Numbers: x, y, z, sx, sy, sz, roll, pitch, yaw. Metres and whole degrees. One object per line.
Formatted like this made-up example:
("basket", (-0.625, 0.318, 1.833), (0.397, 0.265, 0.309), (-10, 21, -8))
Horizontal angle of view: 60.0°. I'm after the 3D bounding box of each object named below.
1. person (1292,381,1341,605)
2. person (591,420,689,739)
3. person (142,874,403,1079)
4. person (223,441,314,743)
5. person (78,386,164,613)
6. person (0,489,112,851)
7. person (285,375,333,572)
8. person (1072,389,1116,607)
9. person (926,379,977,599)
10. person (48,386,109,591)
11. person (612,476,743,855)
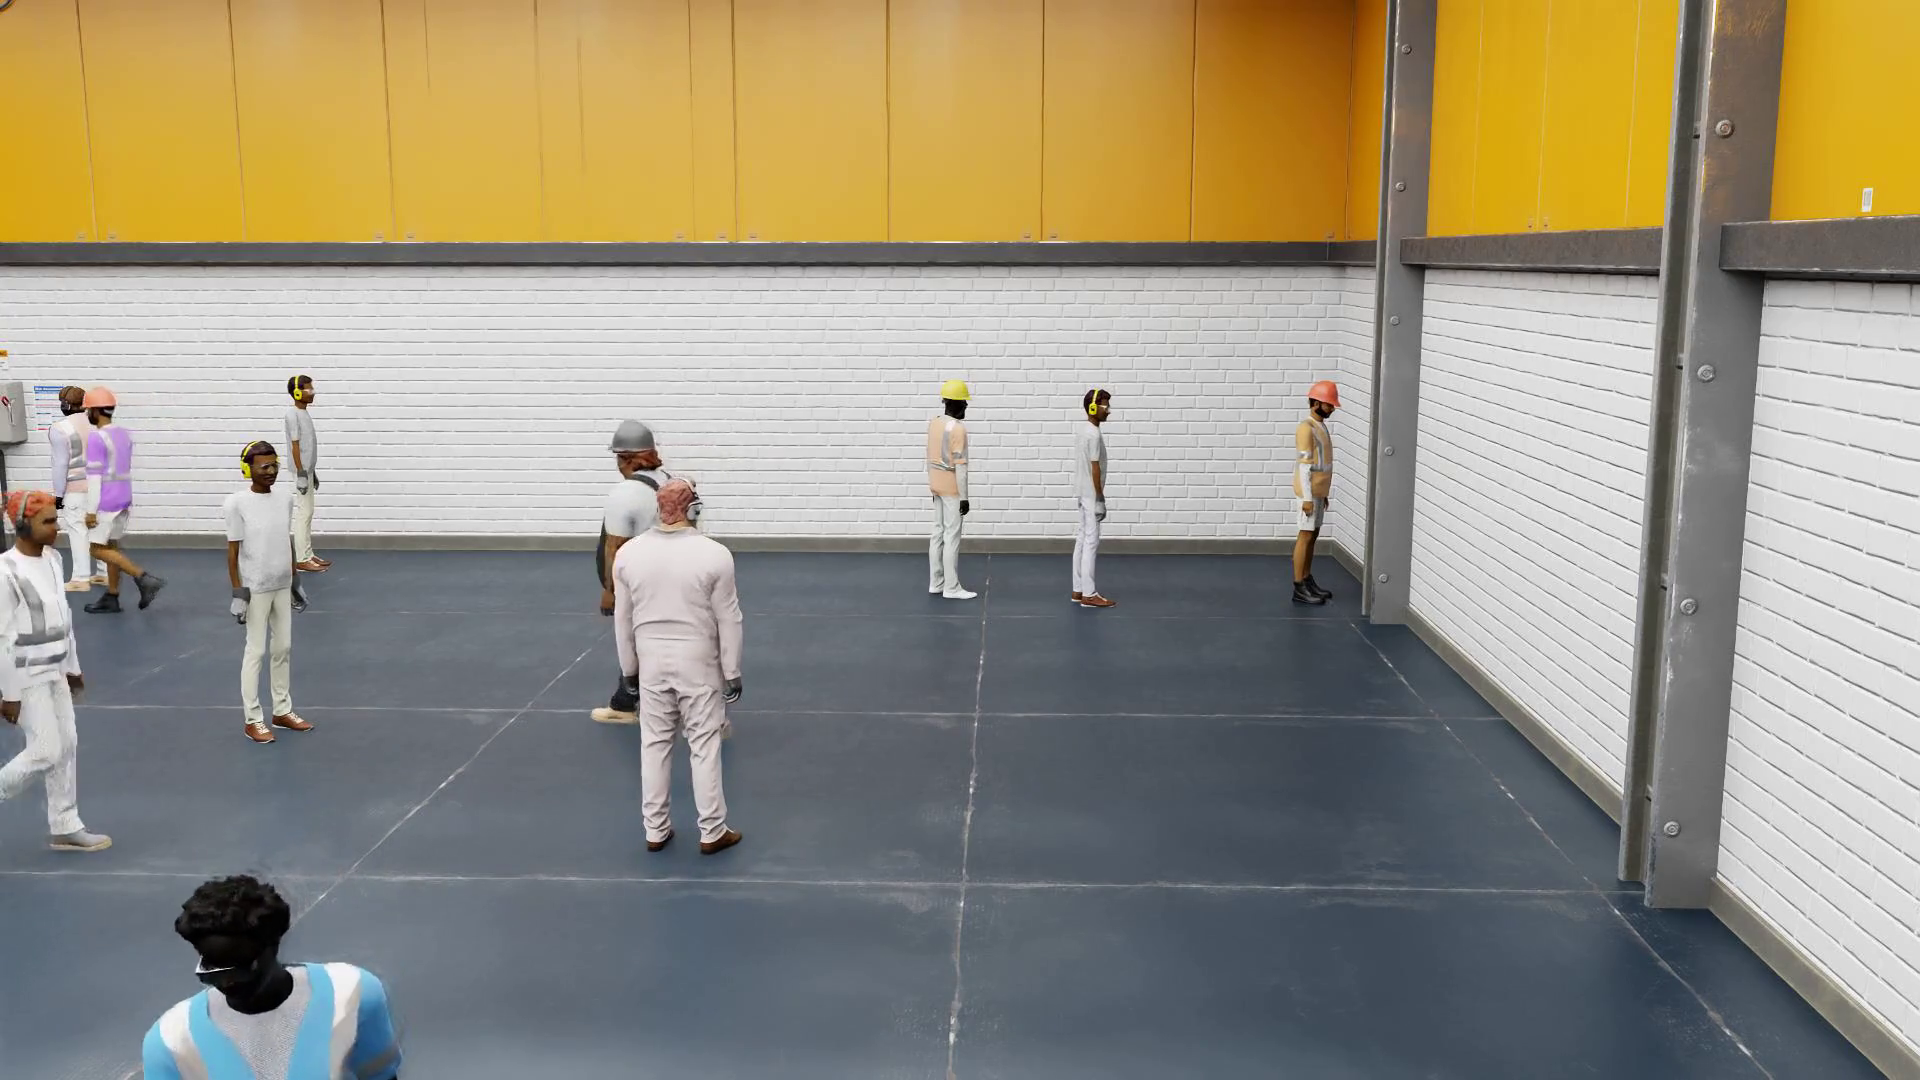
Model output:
("person", (3.086, -0.415, 14.401), (0.373, 1.929, 0.542), (5, 11, 26))
("person", (-1.899, 0.217, 10.366), (1.012, 2.000, 0.674), (3, 10, 17))
("person", (-1.558, 1.522, 3.839), (0.555, 1.648, 0.611), (-3, 10, -18))
("person", (-4.294, 0.308, 10.335), (0.312, 1.869, 0.535), (5, 11, 26))
("person", (-7.030, -0.317, 13.833), (0.650, 1.923, 0.563), (0, 10, -1))
("person", (-4.634, 0.672, 8.231), (0.588, 1.866, 0.574), (-1, 10, -6))
("person", (-6.230, -0.636, 15.860), (0.328, 1.872, 0.513), (-2, 10, -11))
("person", (1.138, -0.361, 14.279), (0.332, 1.865, 0.520), (-2, 10, -12))
("person", (-0.071, -0.447, 14.587), (0.383, 1.924, 0.594), (-5, 11, -28))
("person", (-7.897, -0.462, 14.928), (0.429, 1.844, 0.626), (3, 10, 16))
("person", (-1.392, 0.629, 8.360), (0.652, 1.904, 0.402), (2, 10, 12))
